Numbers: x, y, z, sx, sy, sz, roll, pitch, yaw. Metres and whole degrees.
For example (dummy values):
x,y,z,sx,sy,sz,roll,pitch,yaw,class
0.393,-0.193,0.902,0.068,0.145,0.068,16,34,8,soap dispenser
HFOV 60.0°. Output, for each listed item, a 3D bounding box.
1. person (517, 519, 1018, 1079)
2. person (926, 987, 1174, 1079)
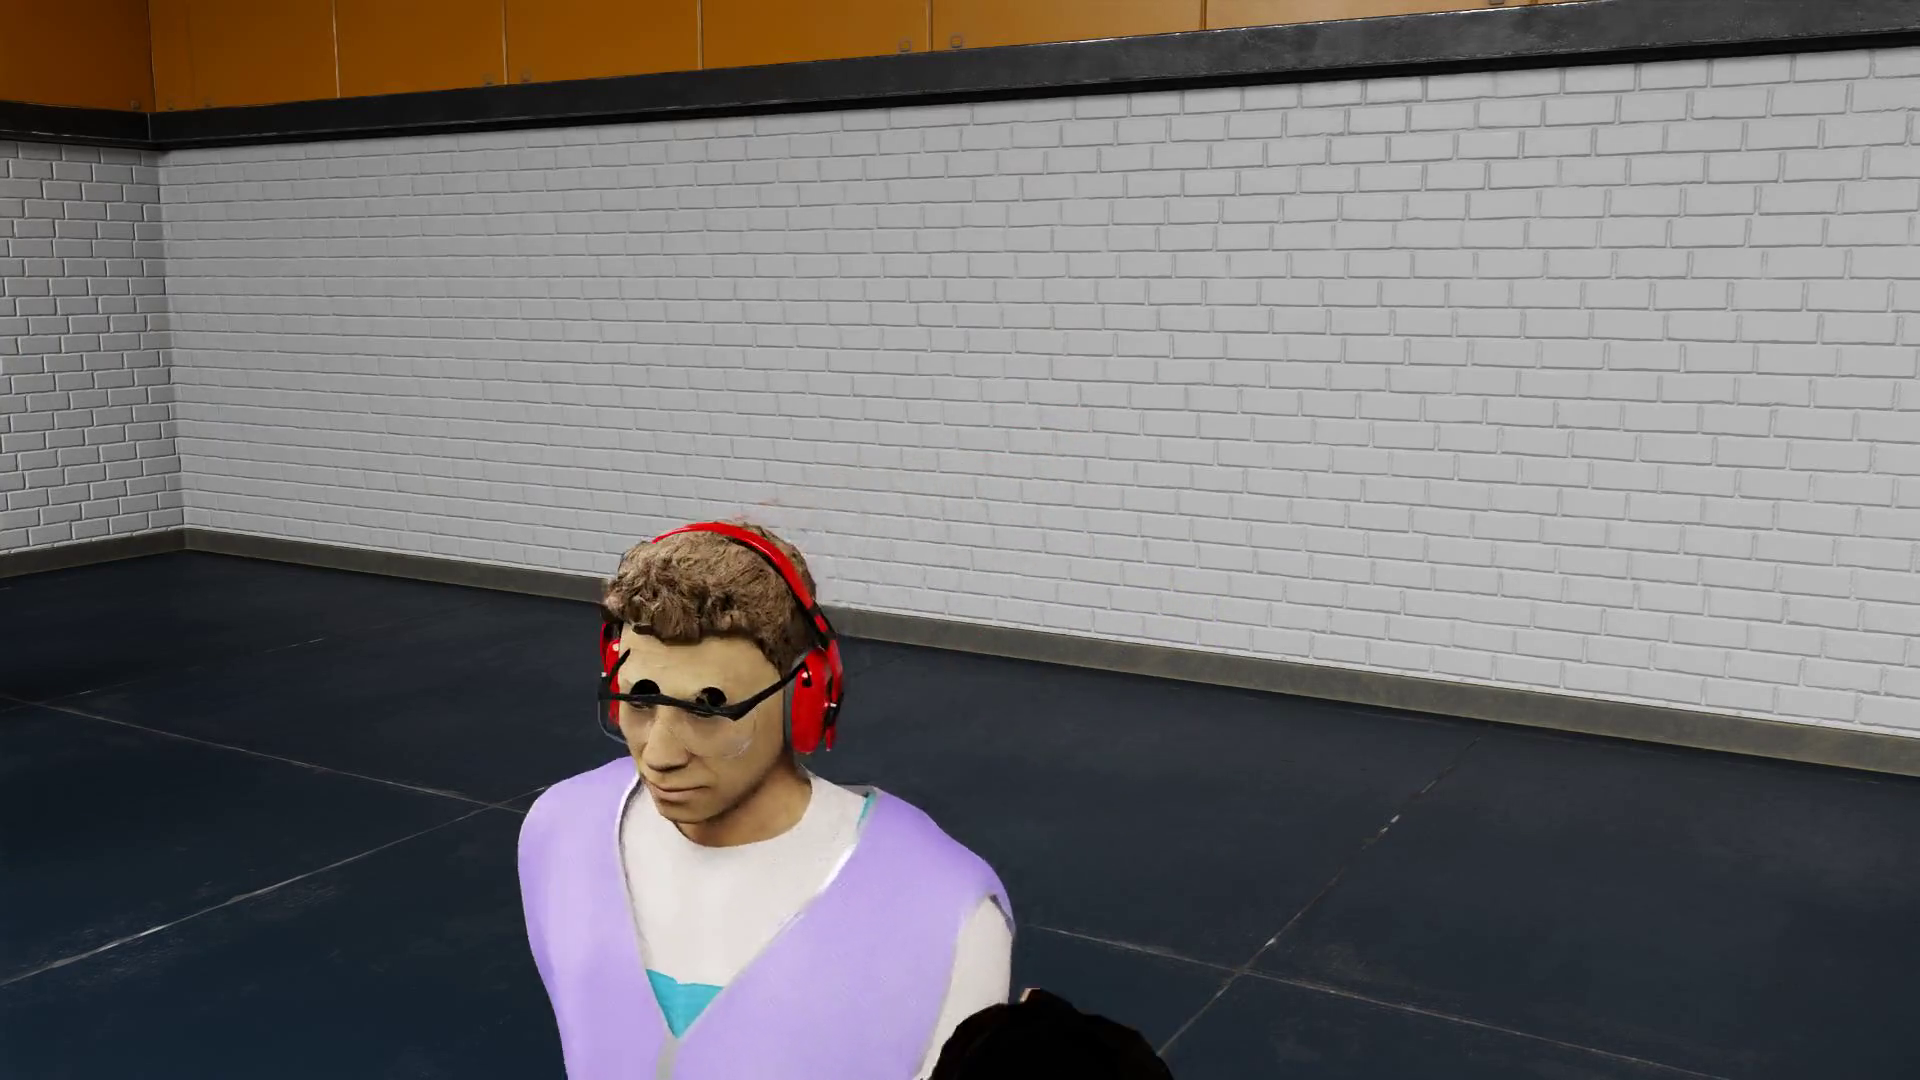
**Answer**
x,y,z,sx,sy,sz,roll,pitch,yaw,class
-0.244,0.870,1.679,0.595,1.781,0.970,4,10,25,person
0.055,1.063,1.020,0.520,1.609,0.527,6,11,32,person
